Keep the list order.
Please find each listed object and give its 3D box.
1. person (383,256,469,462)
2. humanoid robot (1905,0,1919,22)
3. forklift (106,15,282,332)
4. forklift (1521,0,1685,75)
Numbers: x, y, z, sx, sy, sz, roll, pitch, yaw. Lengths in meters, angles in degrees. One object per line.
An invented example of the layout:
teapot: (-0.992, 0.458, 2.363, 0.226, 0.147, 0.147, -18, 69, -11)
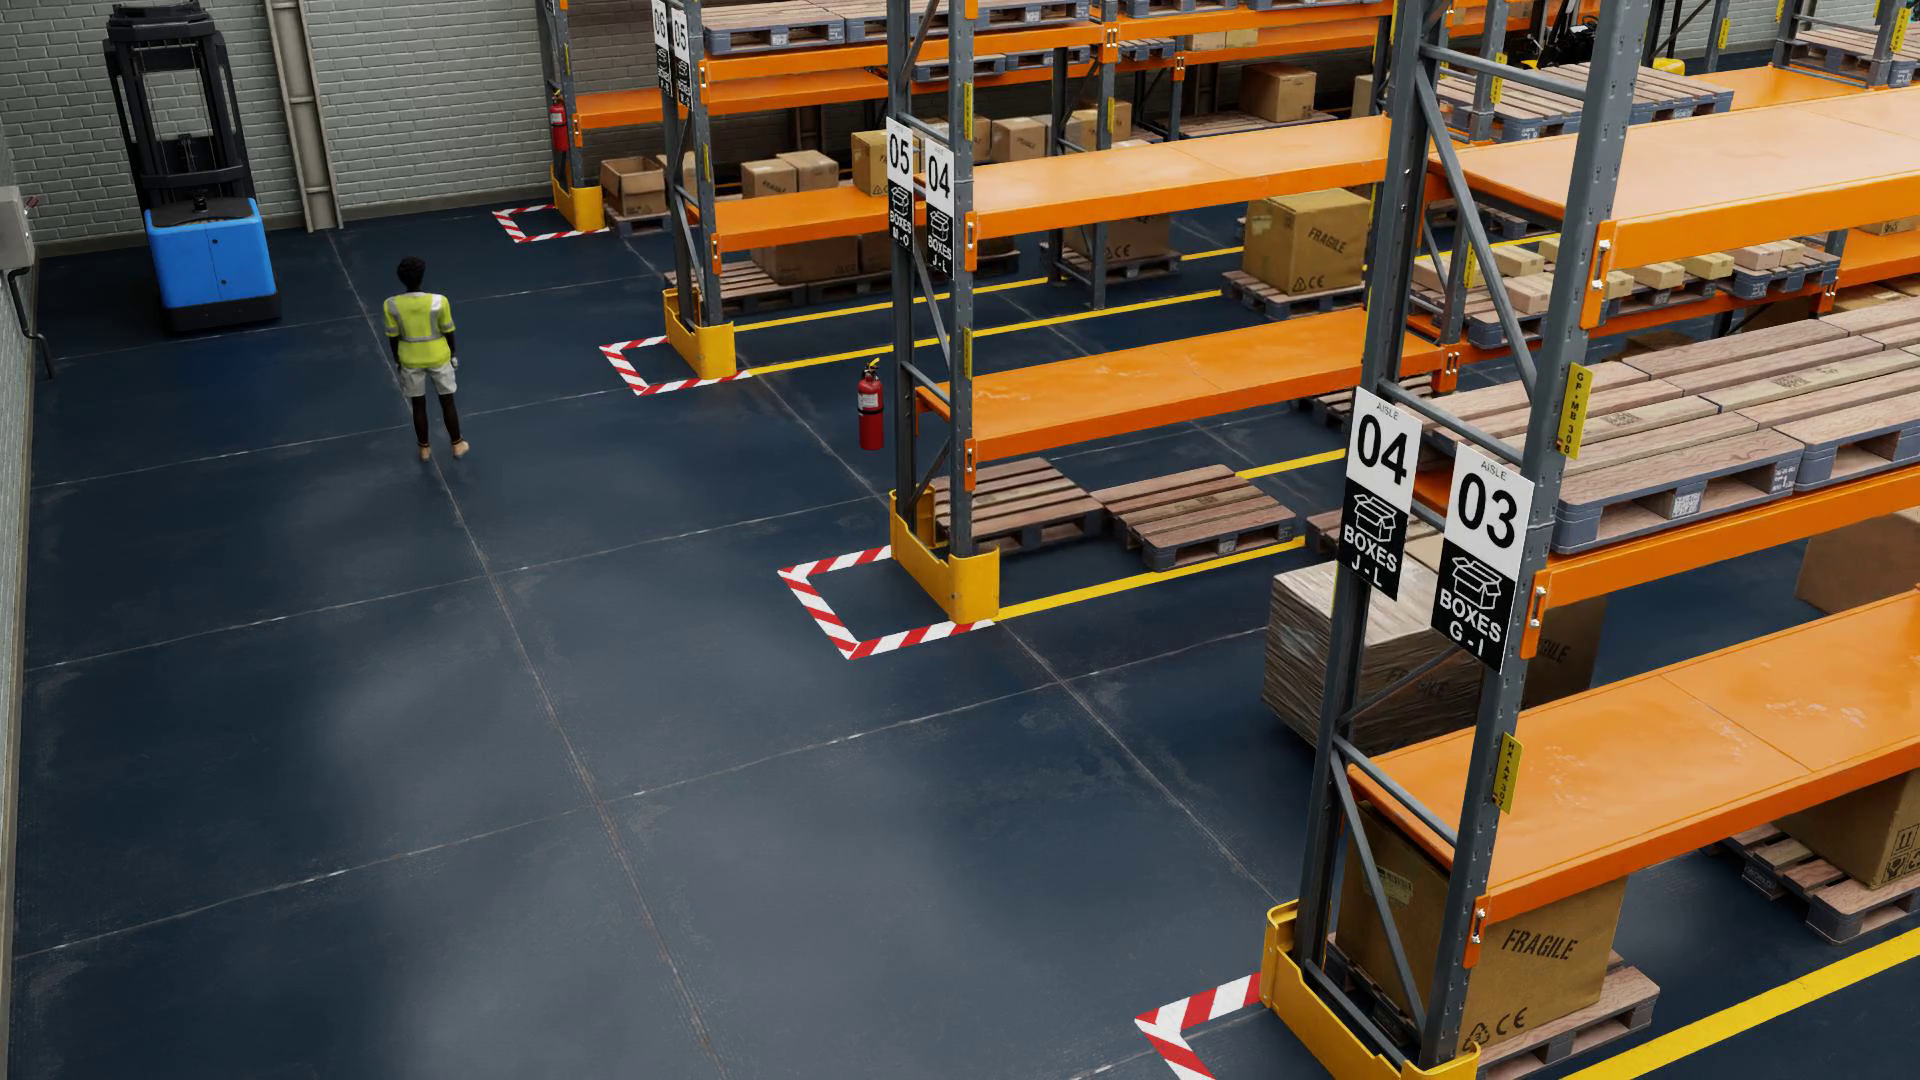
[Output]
person: (-4.276, -1.438, 13.302, 0.532, 1.697, 0.322, -4, 28, -8)
humanoid robot: (15.225, -8.370, 26.526, 0.932, 1.725, 0.551, -14, 30, -24)
forklift: (-7.548, -3.672, 16.323, 1.129, 2.768, 1.873, -12, 30, -22)
forklift: (8.950, -6.807, 23.056, 1.214, 2.155, 2.313, -12, 30, -22)
